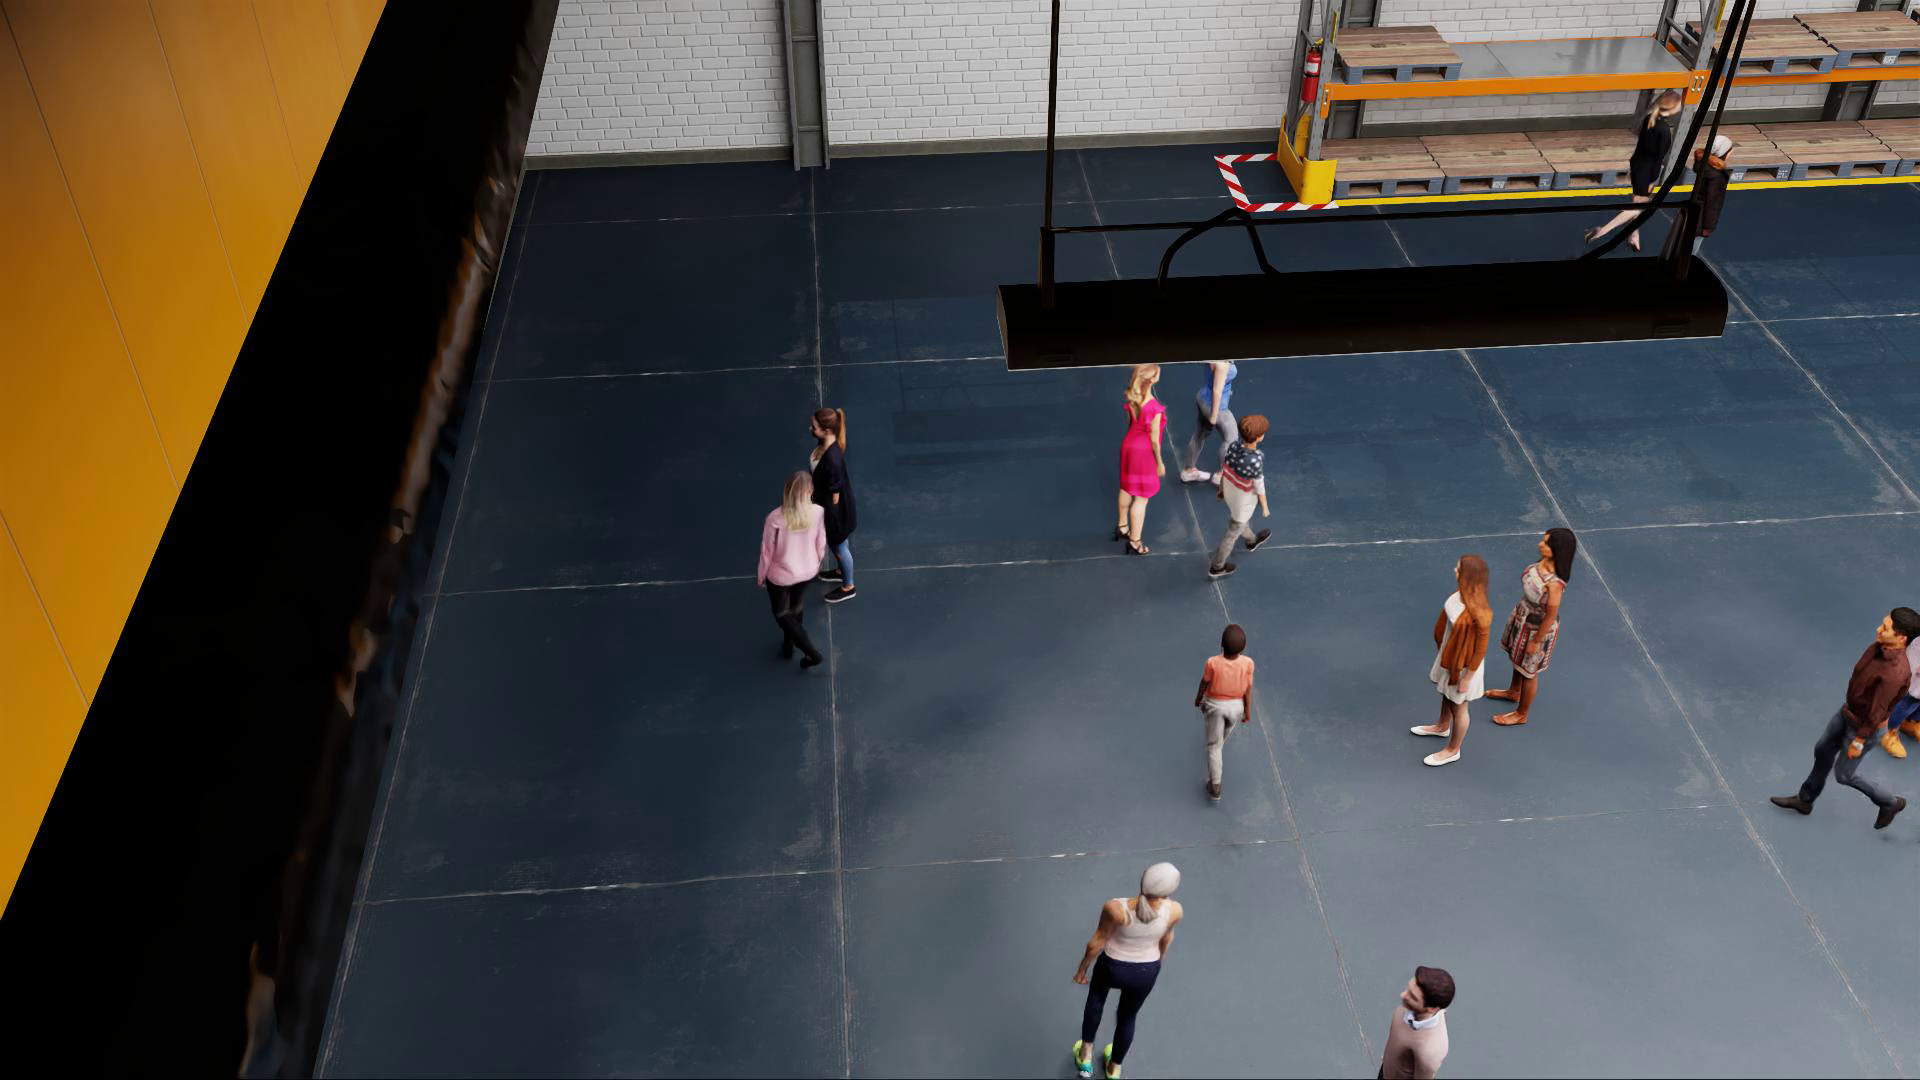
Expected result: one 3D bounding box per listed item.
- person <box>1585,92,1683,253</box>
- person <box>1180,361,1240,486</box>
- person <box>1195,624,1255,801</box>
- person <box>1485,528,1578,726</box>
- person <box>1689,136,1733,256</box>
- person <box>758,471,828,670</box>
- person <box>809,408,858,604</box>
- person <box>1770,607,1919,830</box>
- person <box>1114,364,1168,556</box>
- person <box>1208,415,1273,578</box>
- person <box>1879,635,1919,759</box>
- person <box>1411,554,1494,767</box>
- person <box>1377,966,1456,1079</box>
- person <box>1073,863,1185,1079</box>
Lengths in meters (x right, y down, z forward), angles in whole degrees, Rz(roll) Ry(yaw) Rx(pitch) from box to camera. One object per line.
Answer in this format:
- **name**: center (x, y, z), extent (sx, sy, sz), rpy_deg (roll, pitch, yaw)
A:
- **person**: center (6.663, -3.558, 16.381), extent (1.060, 1.741, 0.696), rpy_deg (-9, 40, -12)
- **person**: center (1.979, -1.093, 13.415), extent (0.713, 1.591, 0.574), rpy_deg (-5, 39, -6)
- **person**: center (1.729, 1.131, 10.878), extent (0.857, 1.282, 0.589), rpy_deg (-1, 39, -1)
- **person**: center (3.909, 0.569, 11.290), extent (0.578, 1.645, 0.681), rpy_deg (2, 39, 3)
- **person**: center (7.066, -3.100, 15.895), extent (0.666, 1.633, 0.679), rpy_deg (4, 39, 5)
- **person**: center (-1.141, 0.246, 11.687), extent (0.848, 1.655, 0.880), rpy_deg (-27, 46, -30)
- **person**: center (-0.932, -0.267, 12.307), extent (0.575, 1.683, 0.644), rpy_deg (-6, 39, -8)
- **person**: center (5.748, 1.166, 10.450), extent (1.054, 1.761, 0.820), rpy_deg (7, 39, 9)
- **person**: center (1.362, -0.645, 12.748), extent (0.638, 1.724, 0.639), rpy_deg (-15, 41, -18)
- **person**: center (2.070, -0.311, 12.580), extent (0.968, 1.411, 0.768), rpy_deg (-19, 42, -22)
- **person**: center (6.515, 0.715, 11.028), extent (0.717, 1.744, 0.839), rpy_deg (-19, 42, -23)
- **person**: center (3.310, 0.776, 10.974), extent (0.551, 1.716, 0.618), rpy_deg (-2, 39, -3)
- **person**: center (2.240, 2.755, 8.422), extent (0.597, 1.809, 0.657), rpy_deg (3, 39, 3)
- **person**: center (0.904, 2.371, 9.016), extent (0.541, 1.667, 0.782), rpy_deg (-9, 39, -11)
